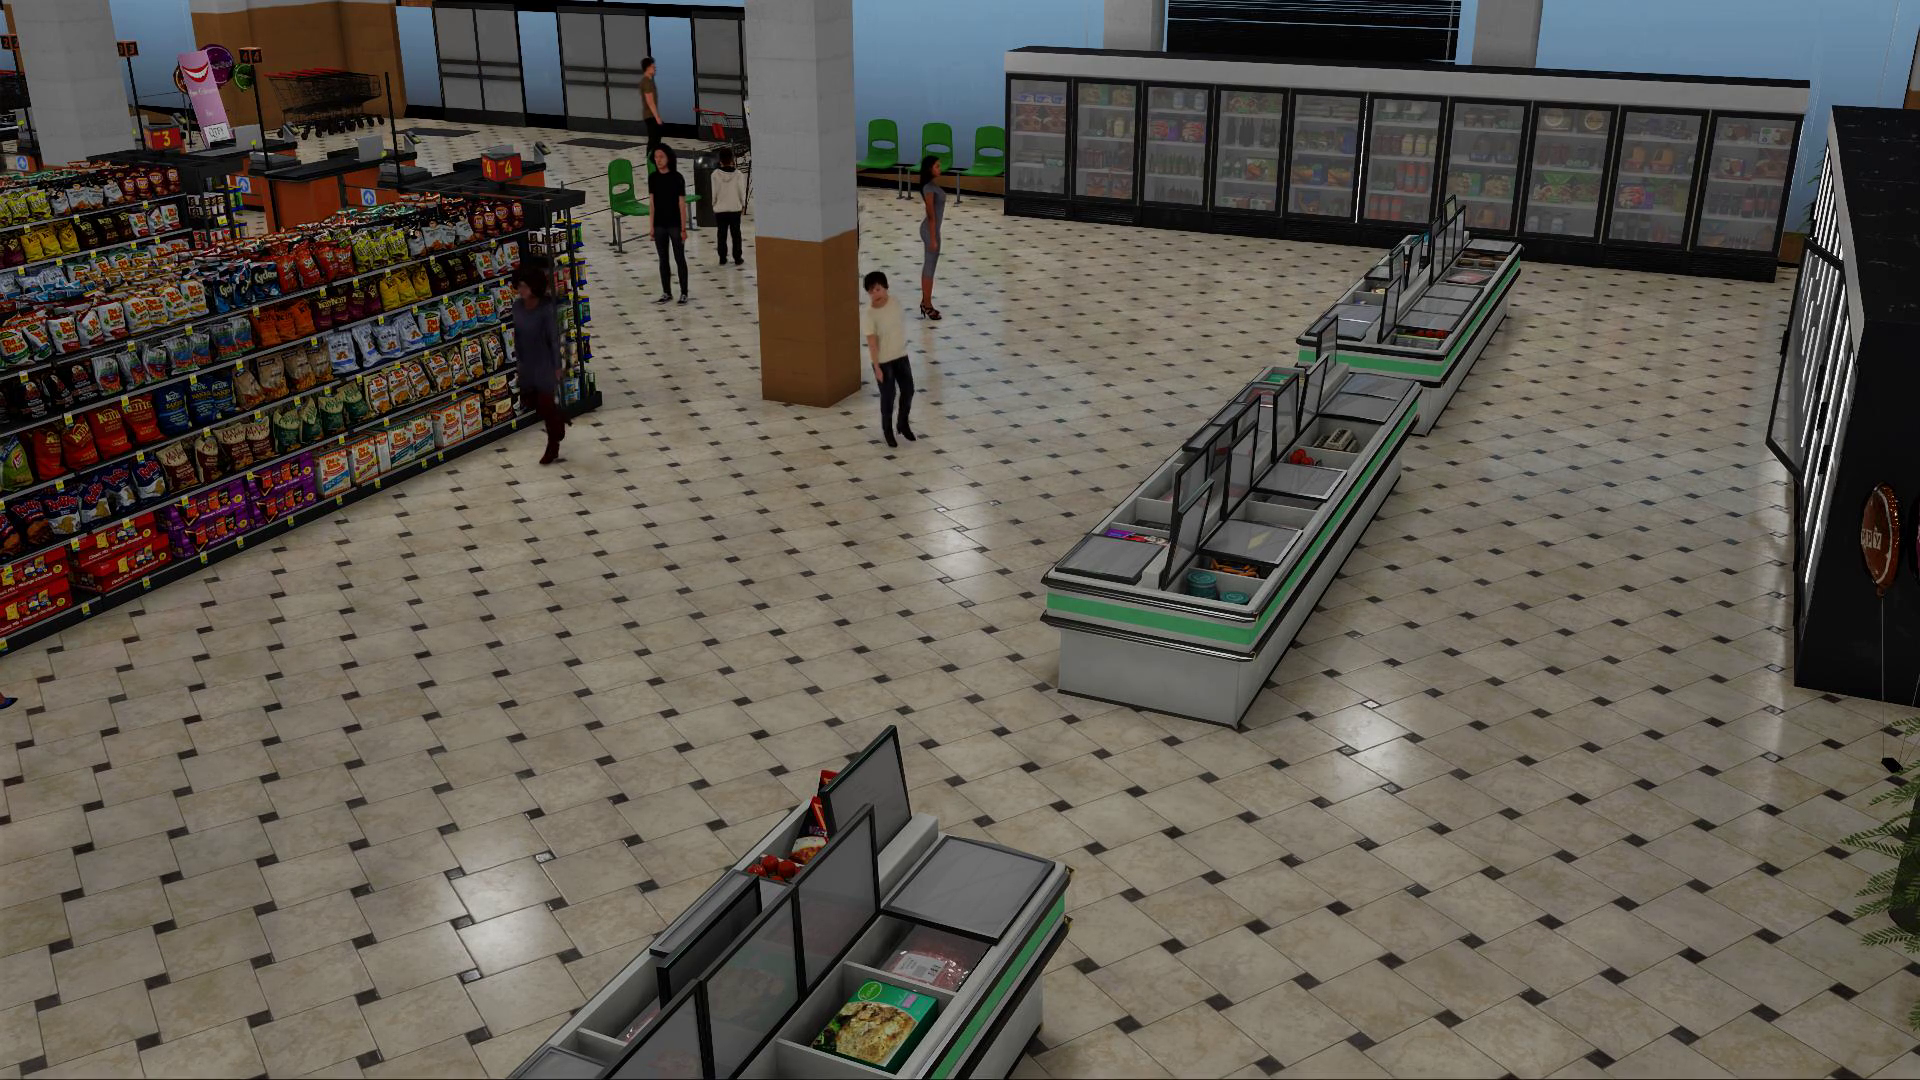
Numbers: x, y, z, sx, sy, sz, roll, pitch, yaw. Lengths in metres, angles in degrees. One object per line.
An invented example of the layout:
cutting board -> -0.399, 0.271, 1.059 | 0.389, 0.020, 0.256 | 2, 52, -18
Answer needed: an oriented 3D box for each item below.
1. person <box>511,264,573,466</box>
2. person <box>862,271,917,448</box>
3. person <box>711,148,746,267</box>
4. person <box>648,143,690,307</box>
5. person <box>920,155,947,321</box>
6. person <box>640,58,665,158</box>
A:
person -> -3.455, -1.464, 13.799 | 0.618, 1.692, 0.801 | 12, 25, 28
person -> -0.604, -1.533, 14.158 | 0.791, 1.552, 0.621 | 15, 26, 33
person -> -2.912, -4.171, 20.857 | 0.640, 1.452, 0.636 | 0, 22, 0
person -> -3.303, -3.607, 18.951 | 0.639, 1.828, 0.539 | 8, 23, 18
person -> -0.329, -3.338, 18.345 | 0.714, 1.780, 0.593 | 0, 22, 0
person -> -5.070, -6.917, 27.164 | 0.838, 1.846, 0.727 | 0, 22, -1
